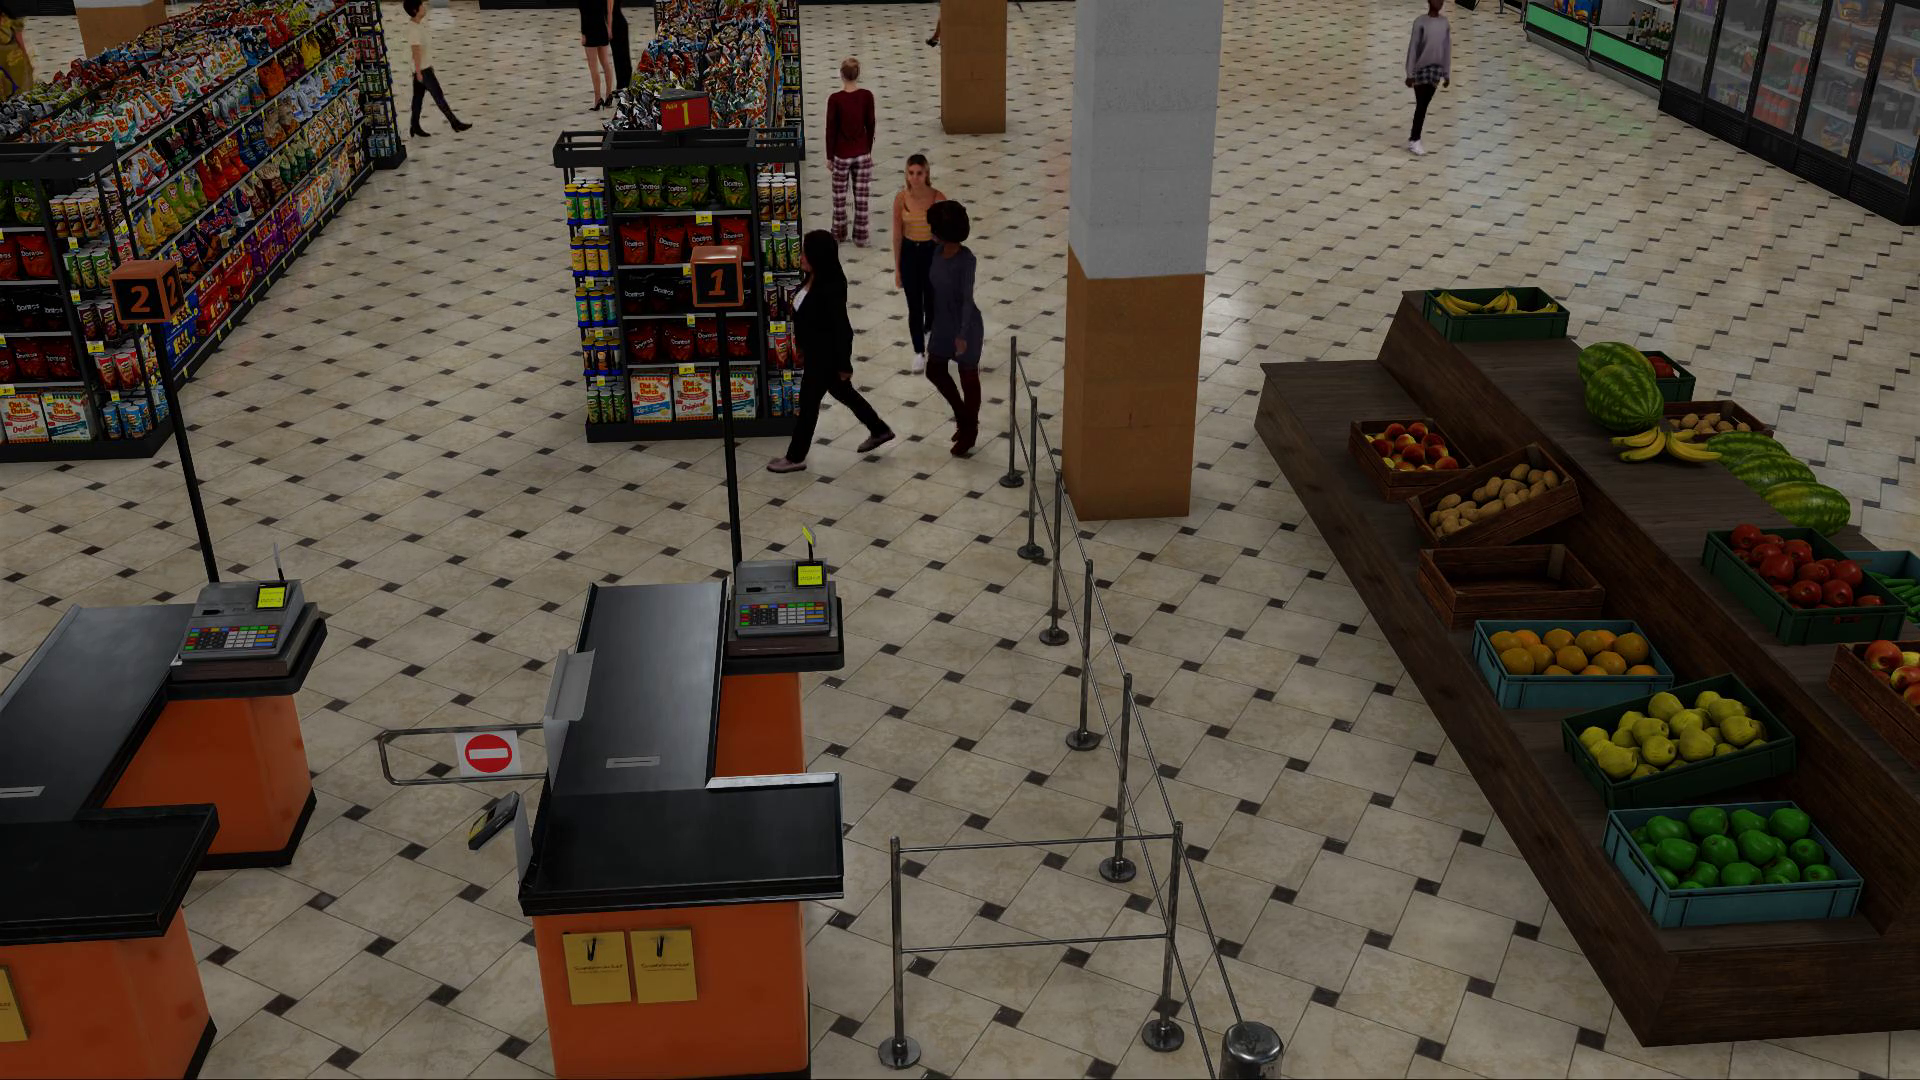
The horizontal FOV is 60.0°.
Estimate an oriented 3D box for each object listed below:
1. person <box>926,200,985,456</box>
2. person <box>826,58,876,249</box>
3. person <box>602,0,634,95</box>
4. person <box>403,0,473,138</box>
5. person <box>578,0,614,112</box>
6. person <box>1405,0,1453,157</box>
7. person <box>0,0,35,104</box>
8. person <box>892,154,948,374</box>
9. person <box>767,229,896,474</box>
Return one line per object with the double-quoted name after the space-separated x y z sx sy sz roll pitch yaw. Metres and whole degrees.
0.044 -1.392 10.903 0.752 1.697 0.822 23 35 38 "person"
-0.969 -3.483 15.028 0.708 1.696 0.755 -9 28 -17 "person"
-4.317 -6.453 20.992 0.677 1.600 0.521 4 27 7 "person"
-6.151 -5.309 18.778 0.802 1.561 0.923 -9 28 -17 "person"
-4.444 -6.123 20.154 0.713 1.767 0.621 13 30 24 "person"
5.058 -5.146 18.232 0.725 1.764 0.772 -10 29 -19 "person"
-10.757 -5.384 18.850 0.783 1.630 0.992 -4 27 -8 "person"
-0.275 -2.061 12.314 0.637 1.615 0.713 2 27 5 "person"
-0.775 -1.202 10.662 0.908 1.576 1.133 -10 28 -19 "person"
